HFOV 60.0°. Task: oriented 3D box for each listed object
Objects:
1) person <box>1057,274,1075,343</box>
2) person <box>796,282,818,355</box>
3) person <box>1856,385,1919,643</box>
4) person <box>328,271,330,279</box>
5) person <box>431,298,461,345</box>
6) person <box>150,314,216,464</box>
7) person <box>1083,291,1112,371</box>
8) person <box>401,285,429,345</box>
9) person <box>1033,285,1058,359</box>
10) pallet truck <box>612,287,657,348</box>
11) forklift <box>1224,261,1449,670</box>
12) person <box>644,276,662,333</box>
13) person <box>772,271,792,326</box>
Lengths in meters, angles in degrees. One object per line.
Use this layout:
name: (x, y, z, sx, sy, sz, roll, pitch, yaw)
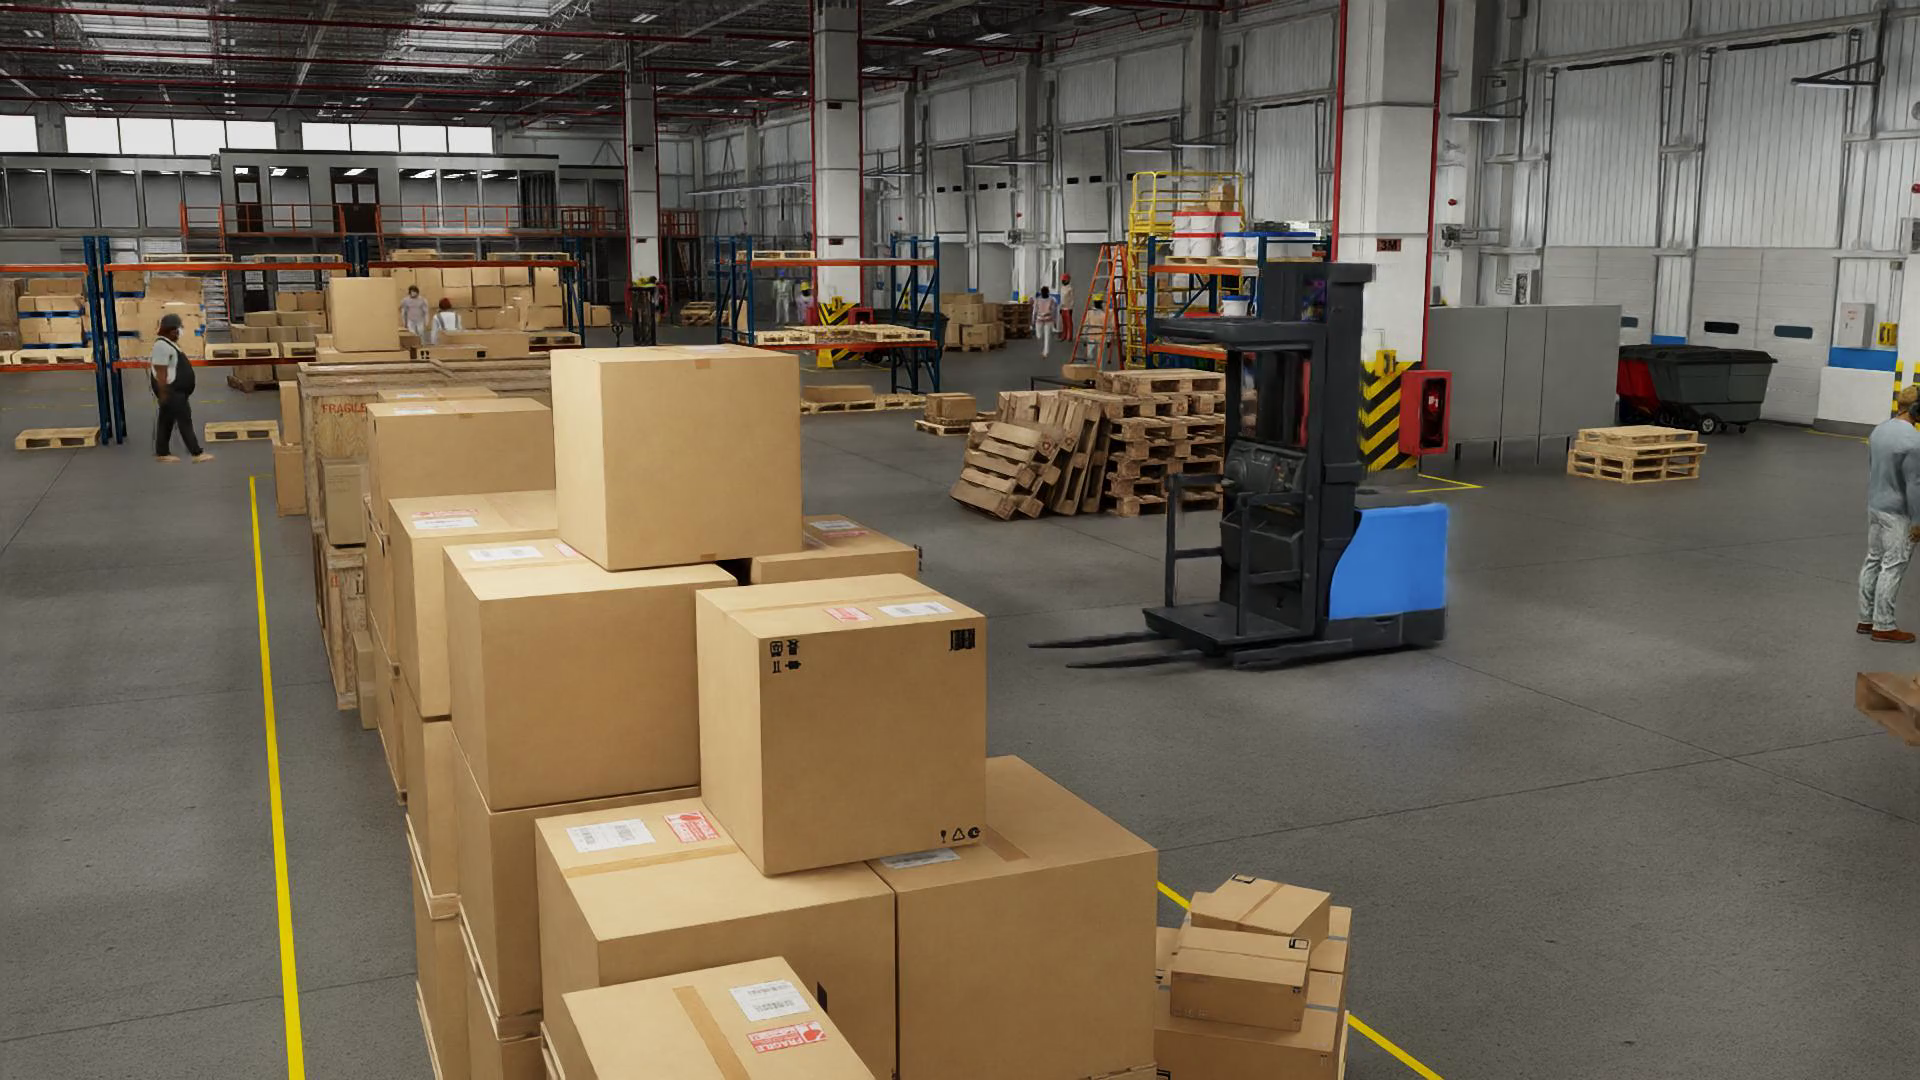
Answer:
person: (3.064, -6.688, 48.013, 0.393, 1.985, 0.610, -6, 12, -29)
person: (-3.907, -5.711, 42.902, 0.618, 1.887, 0.662, 1, 10, 7)
person: (6.969, -0.191, 12.381, 0.385, 1.928, 0.636, 0, 10, 1)
person: (-21.196, -8.179, 56.478, 0.962, 1.903, 0.555, -9, 13, -40)
person: (-10.107, -3.857, 32.824, 0.964, 1.844, 0.589, 10, 14, 44)
person: (-10.395, -2.033, 22.205, 0.912, 2.000, 0.692, -3, 11, -17)
person: (2.814, -4.169, 34.316, 0.611, 1.912, 0.500, 4, 11, 19)
person: (-13.140, -5.211, 40.169, 0.632, 1.894, 1.009, -3, 11, -17)
person: (2.130, -5.459, 41.669, 0.628, 1.832, 0.493, 2, 11, 13)
pallet truck: (-6.464, -4.406, 35.401, 0.823, 1.965, 1.885, 6, 12, 32)
forklift: (2.528, -0.614, 12.067, 1.873, 2.768, 1.129, -4, 11, -23)
person: (-9.702, -7.442, 52.647, 0.697, 1.814, 0.664, 8, 13, 36)
person: (-6.127, -8.279, 57.097, 0.689, 1.864, 1.059, -1, 10, -5)
